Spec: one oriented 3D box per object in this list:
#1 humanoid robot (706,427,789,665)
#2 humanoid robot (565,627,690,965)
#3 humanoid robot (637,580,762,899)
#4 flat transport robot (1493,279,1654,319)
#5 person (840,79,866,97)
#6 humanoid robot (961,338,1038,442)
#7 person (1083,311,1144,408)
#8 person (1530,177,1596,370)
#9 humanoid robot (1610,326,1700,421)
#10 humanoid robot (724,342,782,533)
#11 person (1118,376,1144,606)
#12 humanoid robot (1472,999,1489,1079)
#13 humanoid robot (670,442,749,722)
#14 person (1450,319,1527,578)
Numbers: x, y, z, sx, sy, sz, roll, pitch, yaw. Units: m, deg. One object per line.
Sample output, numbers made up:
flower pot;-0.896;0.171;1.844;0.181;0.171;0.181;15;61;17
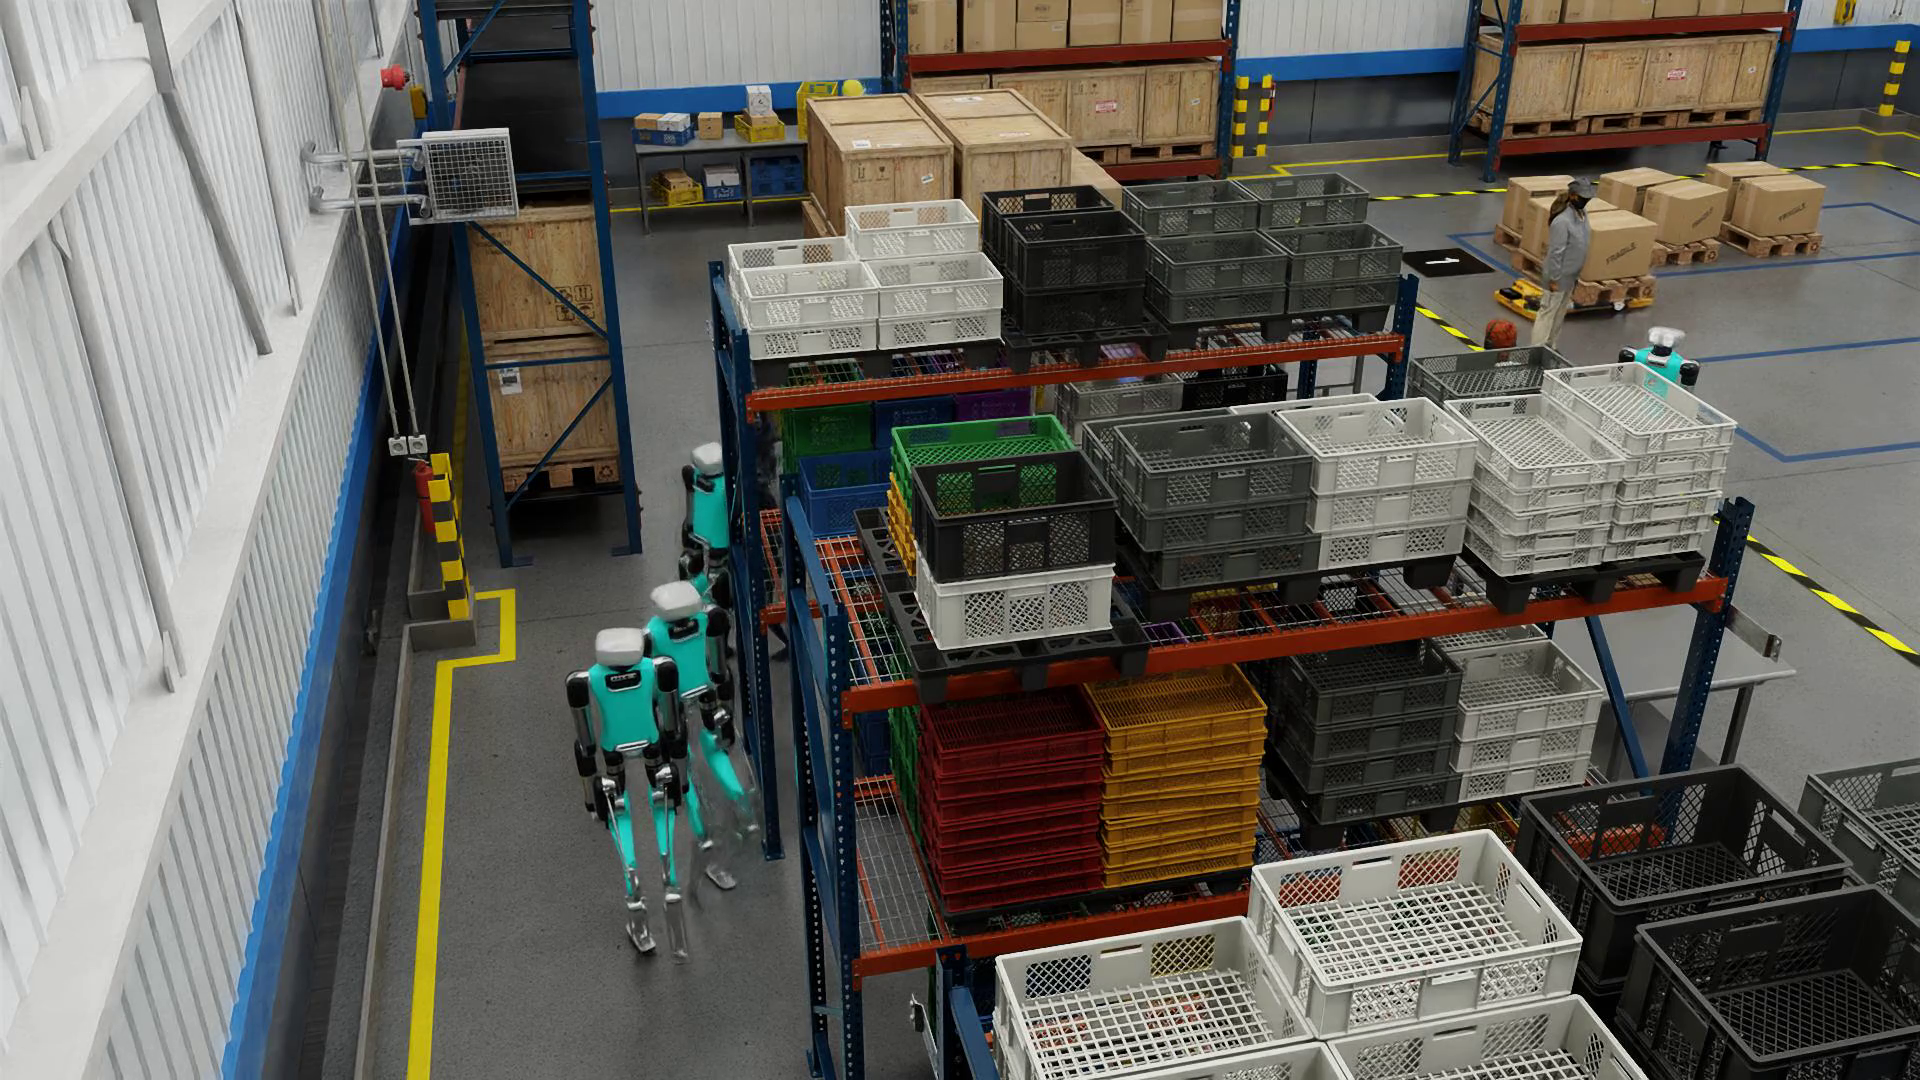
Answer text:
humanoid robot;-1.325;0.077;10.434;0.602;1.645;0.608;-21;35;-35
humanoid robot;-1.519;1.339;7.965;0.533;1.839;0.680;-9;29;-16
humanoid robot;-1.267;1.121;8.406;0.530;1.852;0.704;-20;34;-33
flat transport robot;6.182;-2.489;16.738;1.431;0.197;0.652;-8;29;-15
person;-1.059;-4.170;18.331;0.830;1.784;0.612;-16;32;-28
humanoid robot;0.304;-0.500;11.312;0.530;1.692;0.738;-4;28;-7
person;1.161;-1.338;12.684;0.607;2.043;0.395;20;34;33
person;5.427;-2.411;15.010;0.394;1.767;0.574;21;34;35
humanoid robot;4.903;-0.787;11.820;0.533;1.677;0.735;17;32;29
humanoid robot;-1.511;-0.666;11.843;0.778;1.620;0.591;-22;35;-35
person;1.042;-0.132;10.498;0.383;1.948;0.600;-18;33;-30
humanoid robot;1.801;2.362;6.084;0.609;1.637;0.616;2;28;5
humanoid robot;-1.621;0.344;9.867;0.549;1.799;0.793;24;36;38
person;3.629;-0.619;11.501;0.581;1.879;0.357;-11;30;-20
